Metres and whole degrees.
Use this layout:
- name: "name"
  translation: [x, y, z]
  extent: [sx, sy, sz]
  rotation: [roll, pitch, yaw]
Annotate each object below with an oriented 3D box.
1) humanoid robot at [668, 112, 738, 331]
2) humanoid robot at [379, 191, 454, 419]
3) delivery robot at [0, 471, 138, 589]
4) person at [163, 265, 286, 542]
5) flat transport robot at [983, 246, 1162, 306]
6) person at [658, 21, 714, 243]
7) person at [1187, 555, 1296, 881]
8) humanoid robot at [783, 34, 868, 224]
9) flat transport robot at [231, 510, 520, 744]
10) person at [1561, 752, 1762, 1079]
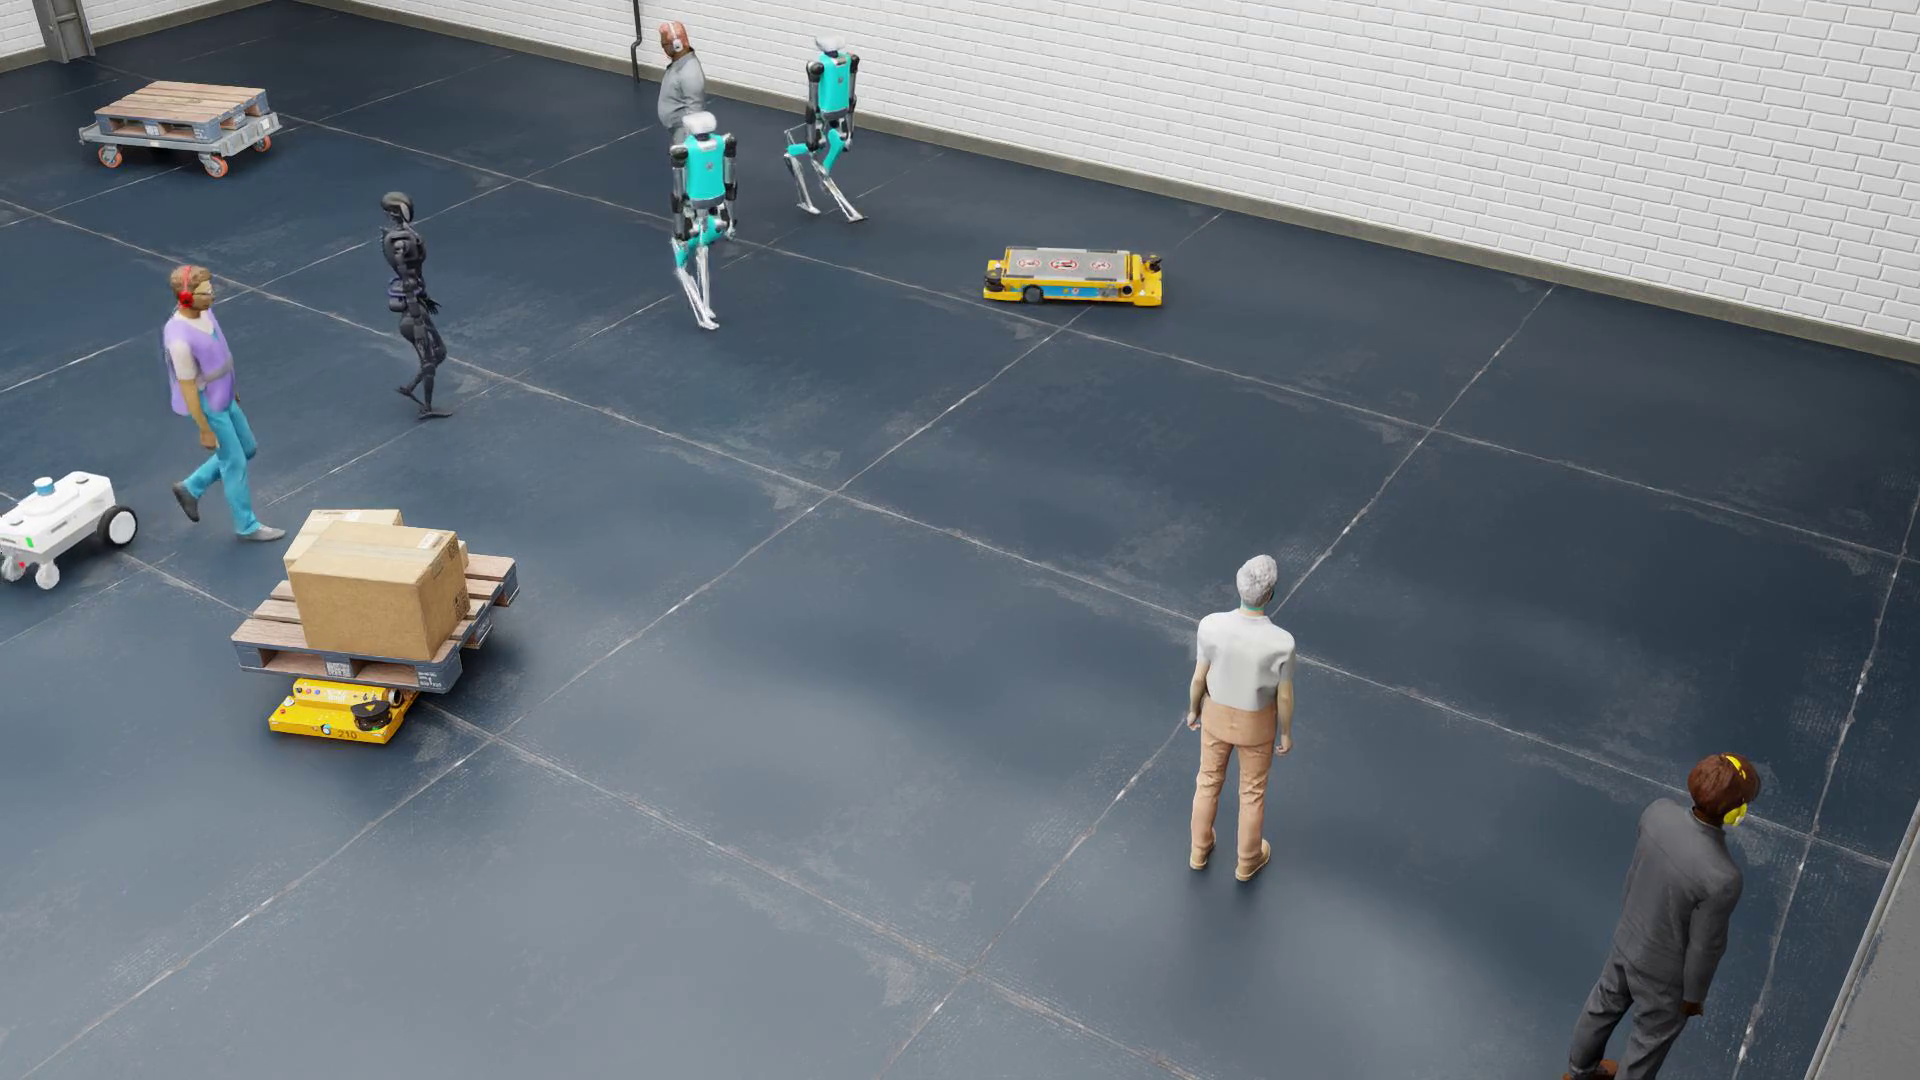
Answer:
- name: "humanoid robot"
  translation: [-2.030, -2.472, 12.719]
  extent: [0.534, 1.729, 0.796]
  rotation: [-20, 38, -28]
- name: "humanoid robot"
  translation: [-3.785, -1.602, 11.444]
  extent: [0.412, 1.641, 0.583]
  rotation: [-7, 33, -11]
- name: "delivery robot"
  translation: [-5.504, -0.112, 10.150]
  extent: [0.499, 0.576, 0.768]
  rotation: [11, 34, 17]
- name: "person"
  translation: [-4.590, -0.804, 10.068]
  extent: [0.581, 1.818, 0.606]
  rotation: [-6, 33, -9]
- name: "flat transport robot"
  translation: [0.929, -2.155, 13.609]
  extent: [1.431, 0.231, 0.659]
  rotation: [3, 33, 4]
- name: "person"
  translation: [-2.335, -3.436, 14.095]
  extent: [0.409, 1.902, 0.636]
  rotation: [-8, 34, -13]
- name: "person"
  translation: [1.282, 0.820, 7.612]
  extent: [0.497, 1.745, 0.306]
  rotation: [13, 35, 20]
- name: "humanoid robot"
  translation: [-1.219, -3.549, 14.426]
  extent: [1.029, 1.727, 0.547]
  rotation: [28, 42, 36]
- name: "flat transport robot"
  translation: [-3.214, 0.599, 9.324]
  extent: [0.659, 0.231, 1.431]
  rotation: [5, 33, 8]
- name: "person"
  translation: [2.672, 1.569, 6.343]
  extent: [0.353, 1.866, 0.490]
  rotation: [-9, 34, -14]
